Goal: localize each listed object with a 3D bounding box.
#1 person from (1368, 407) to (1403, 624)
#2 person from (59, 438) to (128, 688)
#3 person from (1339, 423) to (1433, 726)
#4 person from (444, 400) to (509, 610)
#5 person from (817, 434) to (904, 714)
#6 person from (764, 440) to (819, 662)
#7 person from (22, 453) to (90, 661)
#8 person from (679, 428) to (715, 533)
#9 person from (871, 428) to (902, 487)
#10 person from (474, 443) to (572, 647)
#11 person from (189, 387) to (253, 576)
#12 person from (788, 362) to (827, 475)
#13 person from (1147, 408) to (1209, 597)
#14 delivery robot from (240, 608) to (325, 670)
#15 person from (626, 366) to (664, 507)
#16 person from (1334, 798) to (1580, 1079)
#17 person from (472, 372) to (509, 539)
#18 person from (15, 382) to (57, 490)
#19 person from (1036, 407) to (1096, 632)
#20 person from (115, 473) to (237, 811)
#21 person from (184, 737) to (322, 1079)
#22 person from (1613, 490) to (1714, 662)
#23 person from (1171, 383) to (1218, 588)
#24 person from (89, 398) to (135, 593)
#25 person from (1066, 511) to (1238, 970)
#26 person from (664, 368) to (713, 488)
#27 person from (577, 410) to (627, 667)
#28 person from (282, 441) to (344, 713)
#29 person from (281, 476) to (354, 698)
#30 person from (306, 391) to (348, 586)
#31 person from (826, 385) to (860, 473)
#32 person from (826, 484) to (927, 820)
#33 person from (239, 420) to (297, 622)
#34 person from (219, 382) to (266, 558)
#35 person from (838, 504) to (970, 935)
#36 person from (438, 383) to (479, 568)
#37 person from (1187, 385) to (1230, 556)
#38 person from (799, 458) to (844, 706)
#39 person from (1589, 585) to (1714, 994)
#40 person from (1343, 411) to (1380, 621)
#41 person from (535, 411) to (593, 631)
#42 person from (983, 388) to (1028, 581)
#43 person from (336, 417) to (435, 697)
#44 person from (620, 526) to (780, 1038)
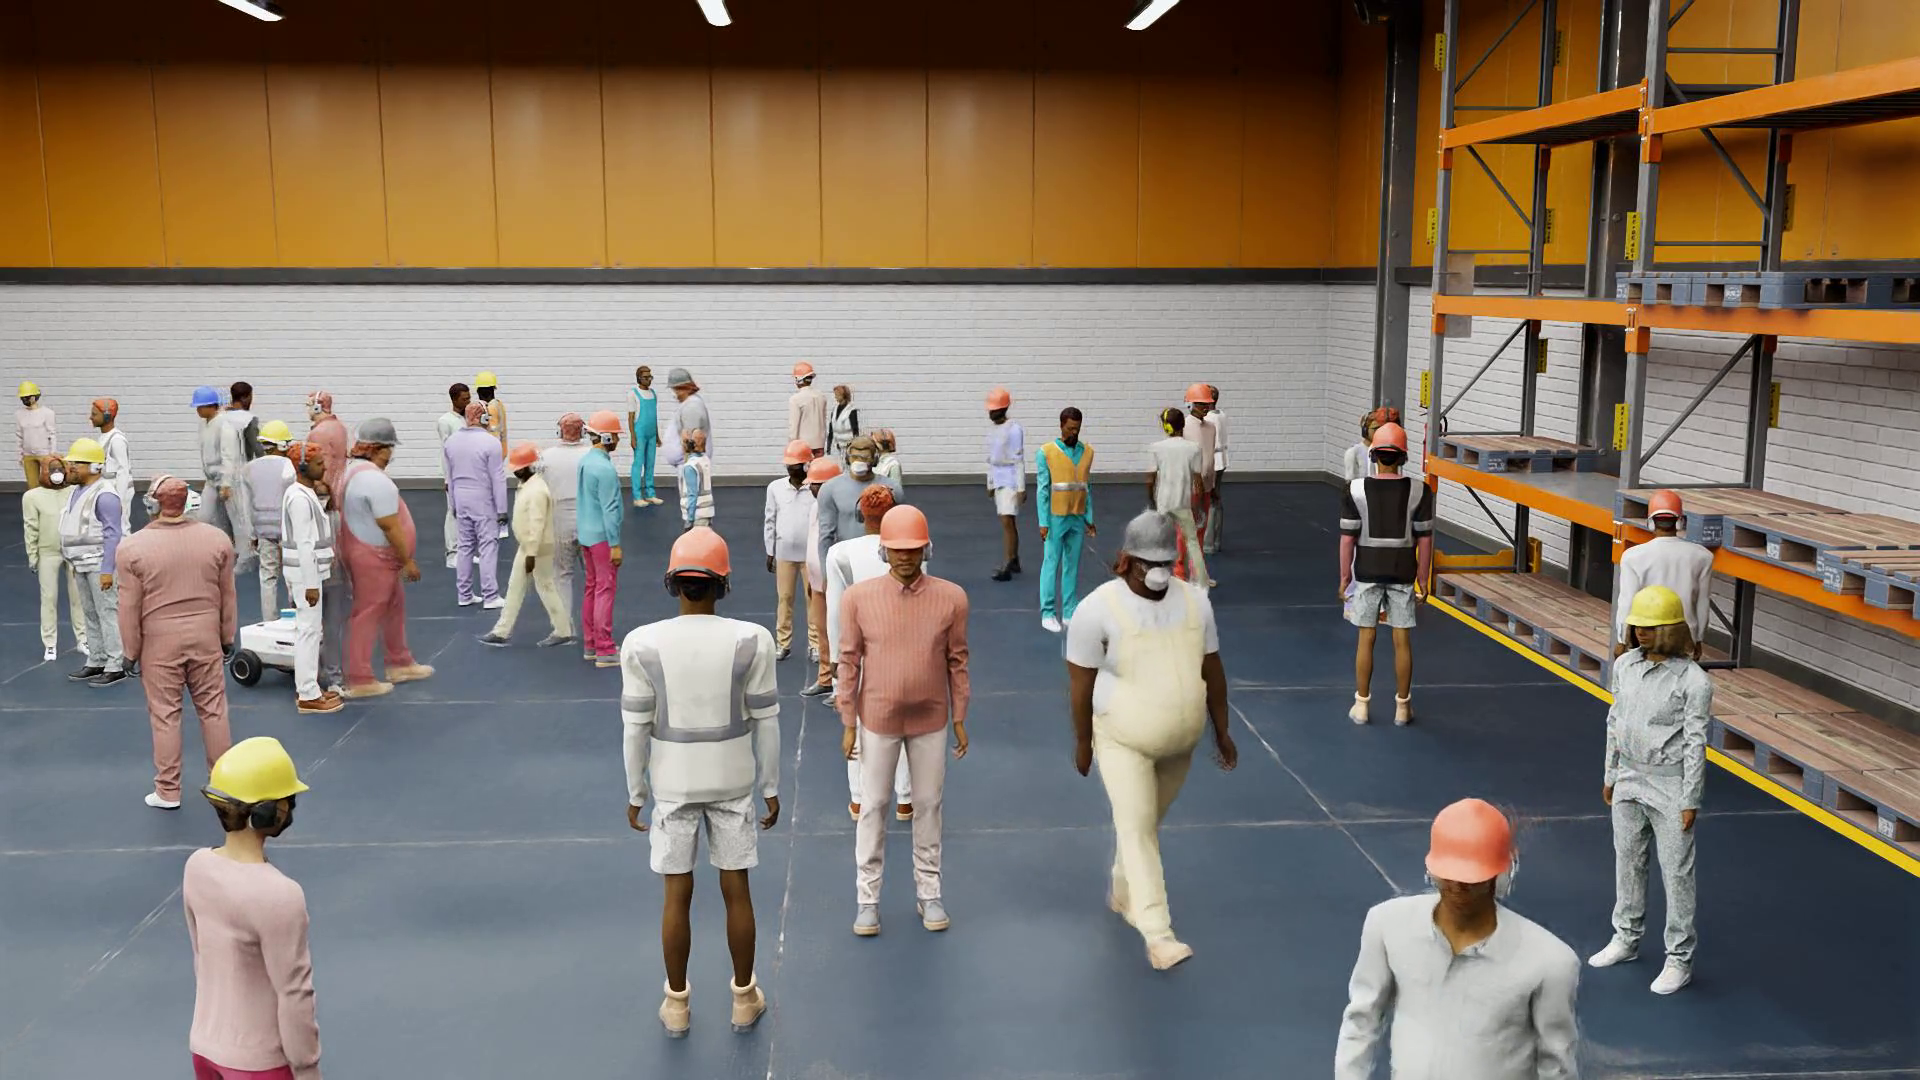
[{"bbox_3d":[3.668,-0.215,14.497,0.339,1.882,0.584,0,9,0],"label":"person"},{"bbox_3d":[-6.404,0.163,12.273,0.590,1.837,0.404,7,12,38],"label":"person"},{"bbox_3d":[2.853,0.233,11.185,0.605,2.045,0.377,2,9,12],"label":"person"},{"bbox_3d":[-4.358,-0.319,15.124,0.649,1.900,0.397,5,10,27],"label":"person"},{"bbox_3d":[-0.676,0.231,11.532,0.627,1.938,0.372,-3,10,-20],"label":"person"},{"bbox_3d":[-1.261,0.088,13.010,0.559,1.750,0.320,1,9,4],"label":"person"},{"bbox_3d":[-7.096,0.126,13.140,0.500,1.633,0.283,-8,12,-40],"label":"person"},{"bbox_3d":[-2.399,-0.205,15.196,0.314,1.641,0.515,1,9,8],"label":"person"},{"bbox_3d":[-0.680,-0.207,15.218,0.310,1.638,0.522,-5,10,-27],"label":"person"},{"bbox_3d":[-3.528,0.054,13.395,0.815,1.690,0.621,-5,10,-29],"label":"person"},{"bbox_3d":[-7.423,-0.579,16.665,0.639,1.914,0.596,6,11,34],"label":"person"},{"bbox_3d":[-1.851,-1.152,20.083,0.415,1.985,0.610,7,11,37],"label":"person"},{"bbox_3d":[2.014,-0.320,15.407,0.584,1.814,0.747,2,9,14],"label":"person"},{"bbox_3d":[-4.956,0.751,12.300,0.707,0.478,0.477,4,10,21],"label":"delivery robot"},{"bbox_3d":[-4.128,-1.360,21.808,0.342,1.846,0.508,6,11,34],"label":"person"},{"bbox_3d":[1.239,1.499,4.266,0.569,1.711,0.904,7,12,38],"label":"person"},{"bbox_3d":[-5.386,-0.970,19.108,0.374,1.923,0.595,-2,9,-12],"label":"person"},{"bbox_3d":[-11.047,-1.012,19.902,0.522,1.762,0.337,1,9,5],"label":"person"},{"bbox_3d":[0.900,-0.186,14.228,0.587,1.913,0.391,-6,11,-35],"label":"person"},{"bbox_3d":[-4.448,0.573,9.466,0.643,1.913,0.408,-9,12,-43],"label":"person"},{"bbox_3d":[-1.951,1.417,4.659,0.521,1.758,0.349,6,11,35],"label":"person"},{"bbox_3d":[4.201,0.569,9.993,0.565,1.747,0.340,0,9,-2],"label":"person"},{"bbox_3d":[2.264,-0.512,16.015,0.609,1.995,0.375,-9,13,-43],"label":"person"},{"bbox_3d":[-7.938,-0.388,15.587,0.354,1.883,0.573,-7,12,-38],"label":"person"},{"bbox_3d":[0.883,0.838,7.399,0.700,2.000,1.009,-4,10,-24],"label":"person"},{"bbox_3d":[-3.000,-0.909,18.366,0.536,2.000,0.706,-1,9,-7],"label":"person"},{"bbox_3d":[-2.764,-0.015,12.928,0.407,1.987,0.615,-5,10,-30],"label":"person"},{"bbox_3d":[-4.516,0.256,11.546,0.338,1.879,0.583,-4,10,-22],"label":"person"},{"bbox_3d":[-4.535,0.342,11.786,0.282,1.633,0.499,8,12,40],"label":"person"},{"bbox_3d":[-6.185,-0.500,16.219,0.399,1.908,0.643,-1,9,-4],"label":"person"},{"bbox_3d":[-1.527,-1.235,21.821,0.884,1.588,0.528,-6,11,-35],"label":"person"},{"bbox_3d":[-0.448,0.626,9.223,0.573,1.883,0.354,1,9,3],"label":"person"},{"bbox_3d":[-5.625,-0.077,13.800,0.586,1.831,0.403,1,9,5],"label":"person"},{"bbox_3d":[-7.722,-0.746,17.847,0.618,1.904,0.450,5,10,29],"label":"person"},{"bbox_3d":[-0.250,0.822,7.642,0.612,1.994,0.395,-1,9,-9],"label":"person"},{"bbox_3d":[-5.199,-0.671,17.258,0.372,1.916,0.596,2,9,10],"label":"person"},{"bbox_3d":[2.705,-0.751,17.984,0.390,1.846,0.564,5,10,29],"label":"person"},{"bbox_3d":[-0.934,0.287,11.759,0.328,1.748,0.575,-6,11,-34],"label":"person"},{"bbox_3d":[2.933,1.045,7.069,0.343,1.736,0.484,-5,10,-28],"label":"person"},{"bbox_3d":[3.574,-0.204,14.553,0.508,1.846,0.345,-6,11,-34],"label":"person"},{"bbox_3d":[-3.180,-0.110,13.753,0.653,1.911,0.405,-3,9,-15],"label":"person"},{"bbox_3d":[0.421,-0.551,16.559,0.594,1.910,0.656,-5,10,-29],"label":"person"},{"bbox_3d":[-4.117,0.099,12.034,0.811,2.000,0.686,-6,11,-31],"label":"person"},{"bbox_3d":[-1.023,0.960,6.619,0.614,2.042,0.373,-1,9,-8],"label":"person"}]
